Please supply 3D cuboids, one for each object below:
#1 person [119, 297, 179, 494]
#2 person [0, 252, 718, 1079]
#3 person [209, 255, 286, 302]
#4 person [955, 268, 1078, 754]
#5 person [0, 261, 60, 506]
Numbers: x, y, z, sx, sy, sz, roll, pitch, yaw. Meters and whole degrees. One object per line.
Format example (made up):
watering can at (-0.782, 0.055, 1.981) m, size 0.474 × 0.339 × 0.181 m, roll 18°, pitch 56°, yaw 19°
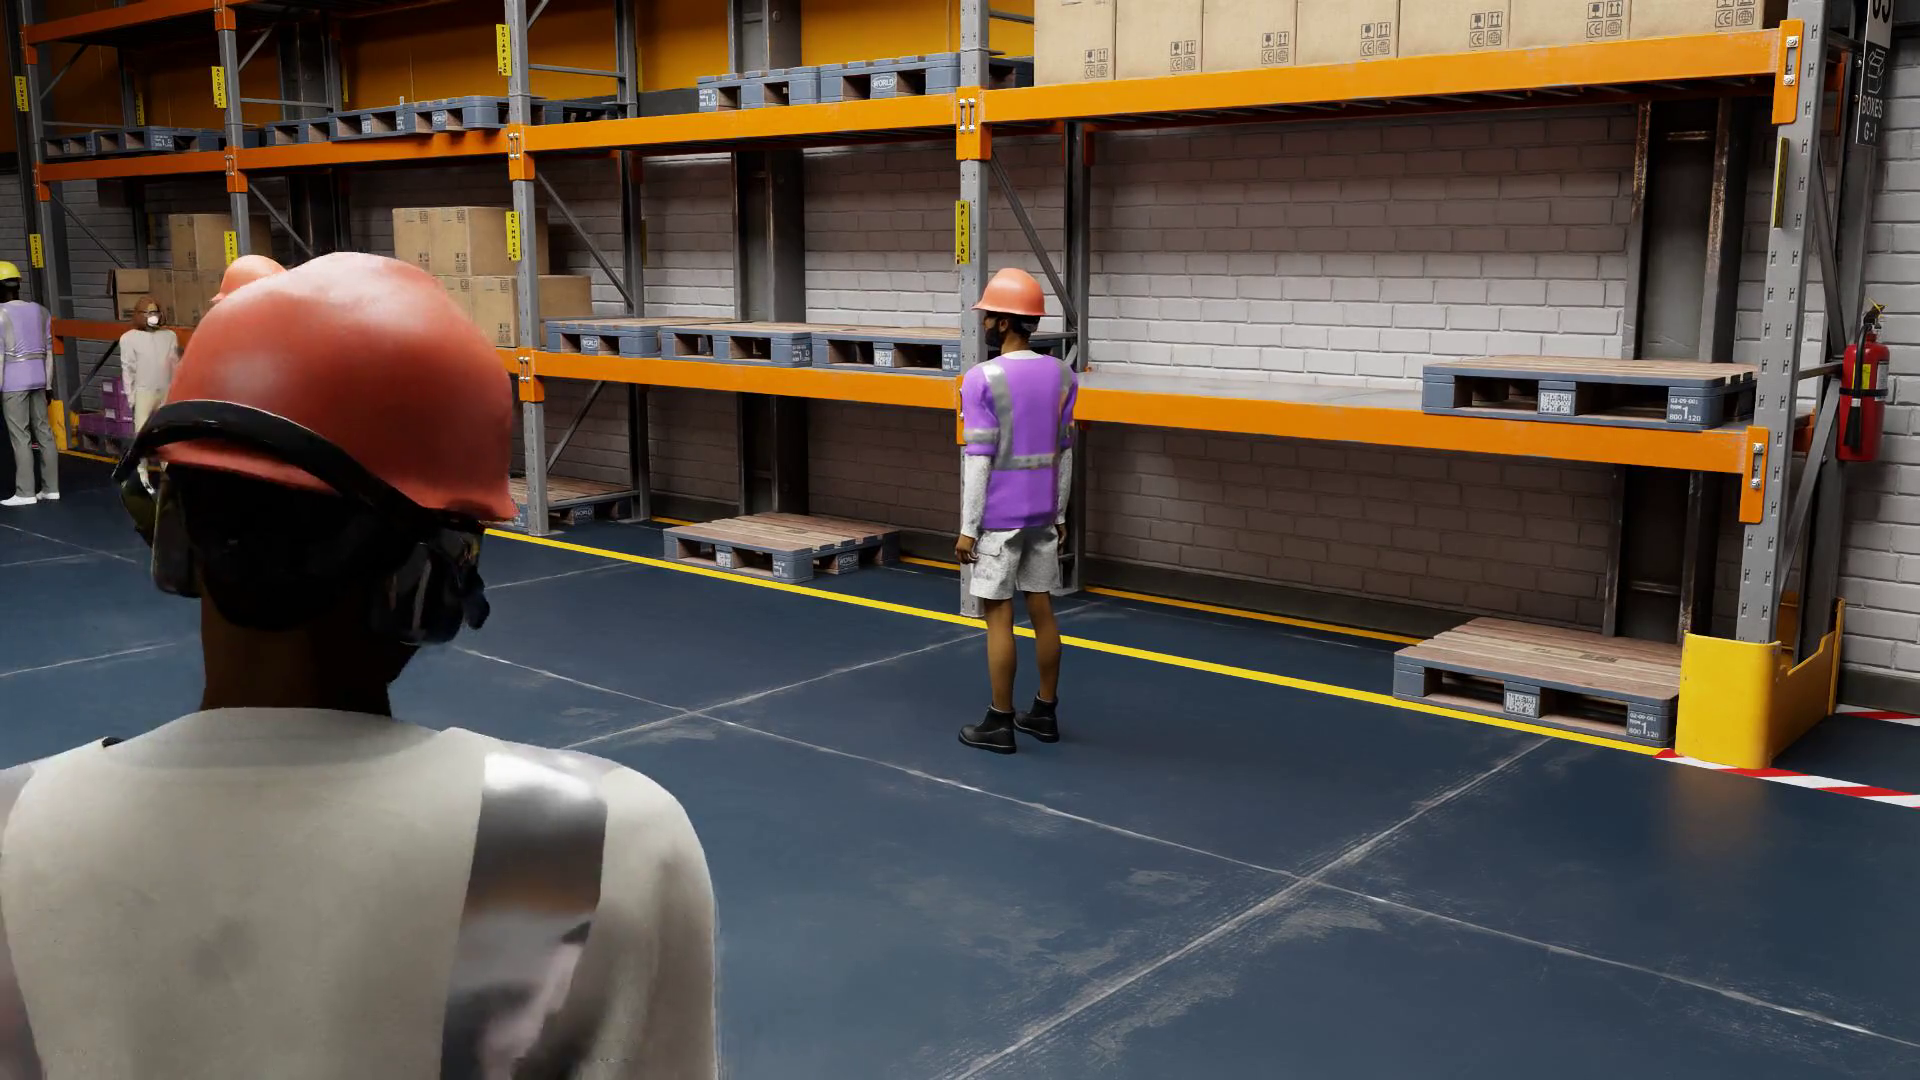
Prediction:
person at (-6.682, -1.195, 13.778) m, size 0.282 × 1.626 × 0.491 m, roll 6°, pitch 12°, yaw 31°
person at (-0.522, 0.795, 1.324) m, size 0.762 × 2.011 × 0.627 m, roll -1°, pitch 10°, yaw -4°
person at (-2.609, -0.078, 6.355) m, size 0.375 × 1.995 × 0.611 m, roll 0°, pitch 10°, yaw -3°
person at (0.212, -0.112, 6.695) m, size 0.551 × 1.942 × 0.340 m, roll -8°, pitch 13°, yaw -37°
person at (-7.405, -1.222, 13.091) m, size 0.382 × 1.916 × 0.585 m, roll 3°, pitch 10°, yaw 18°
